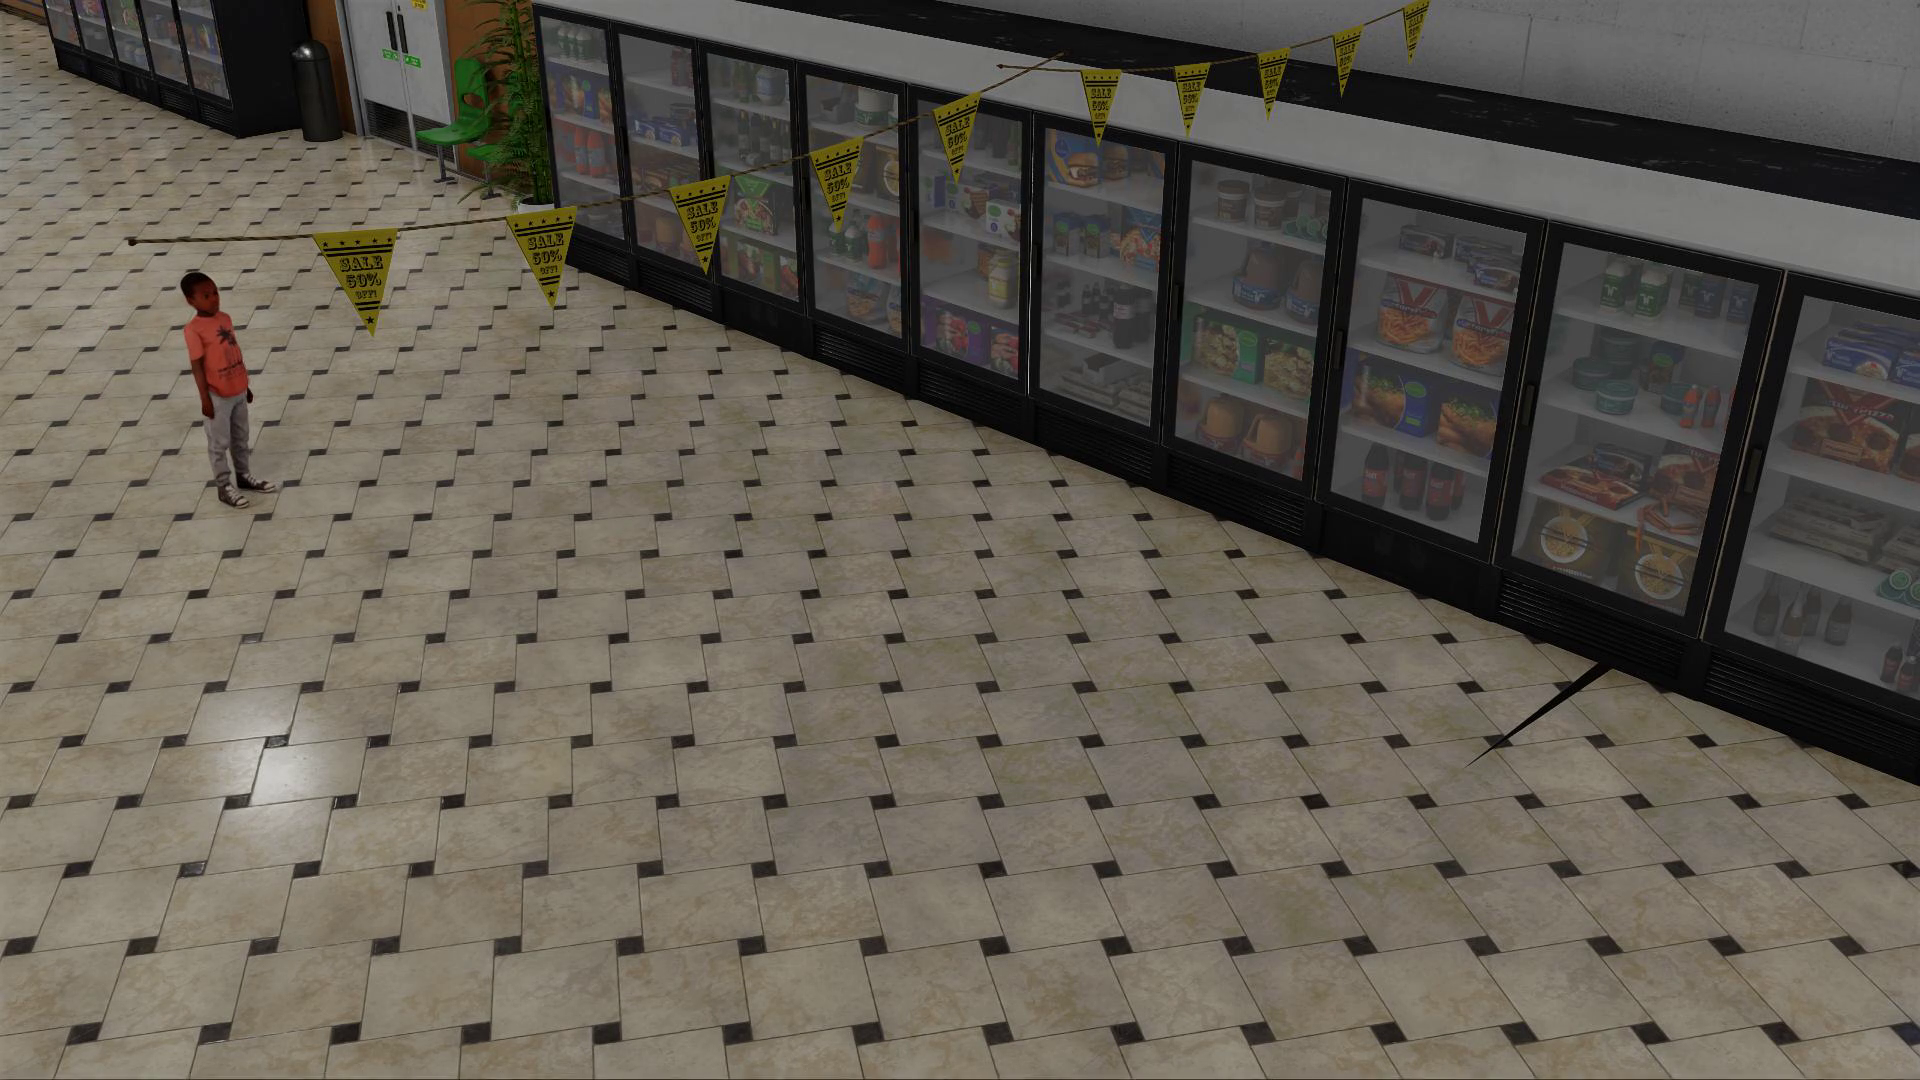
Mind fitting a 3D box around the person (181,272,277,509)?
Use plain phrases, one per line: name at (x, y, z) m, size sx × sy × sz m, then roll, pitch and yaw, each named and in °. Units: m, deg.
person at (-4.066, -0.839, 9.142) m, size 0.617 × 1.310 × 0.509 m, roll 10°, pitch 28°, yaw 19°
